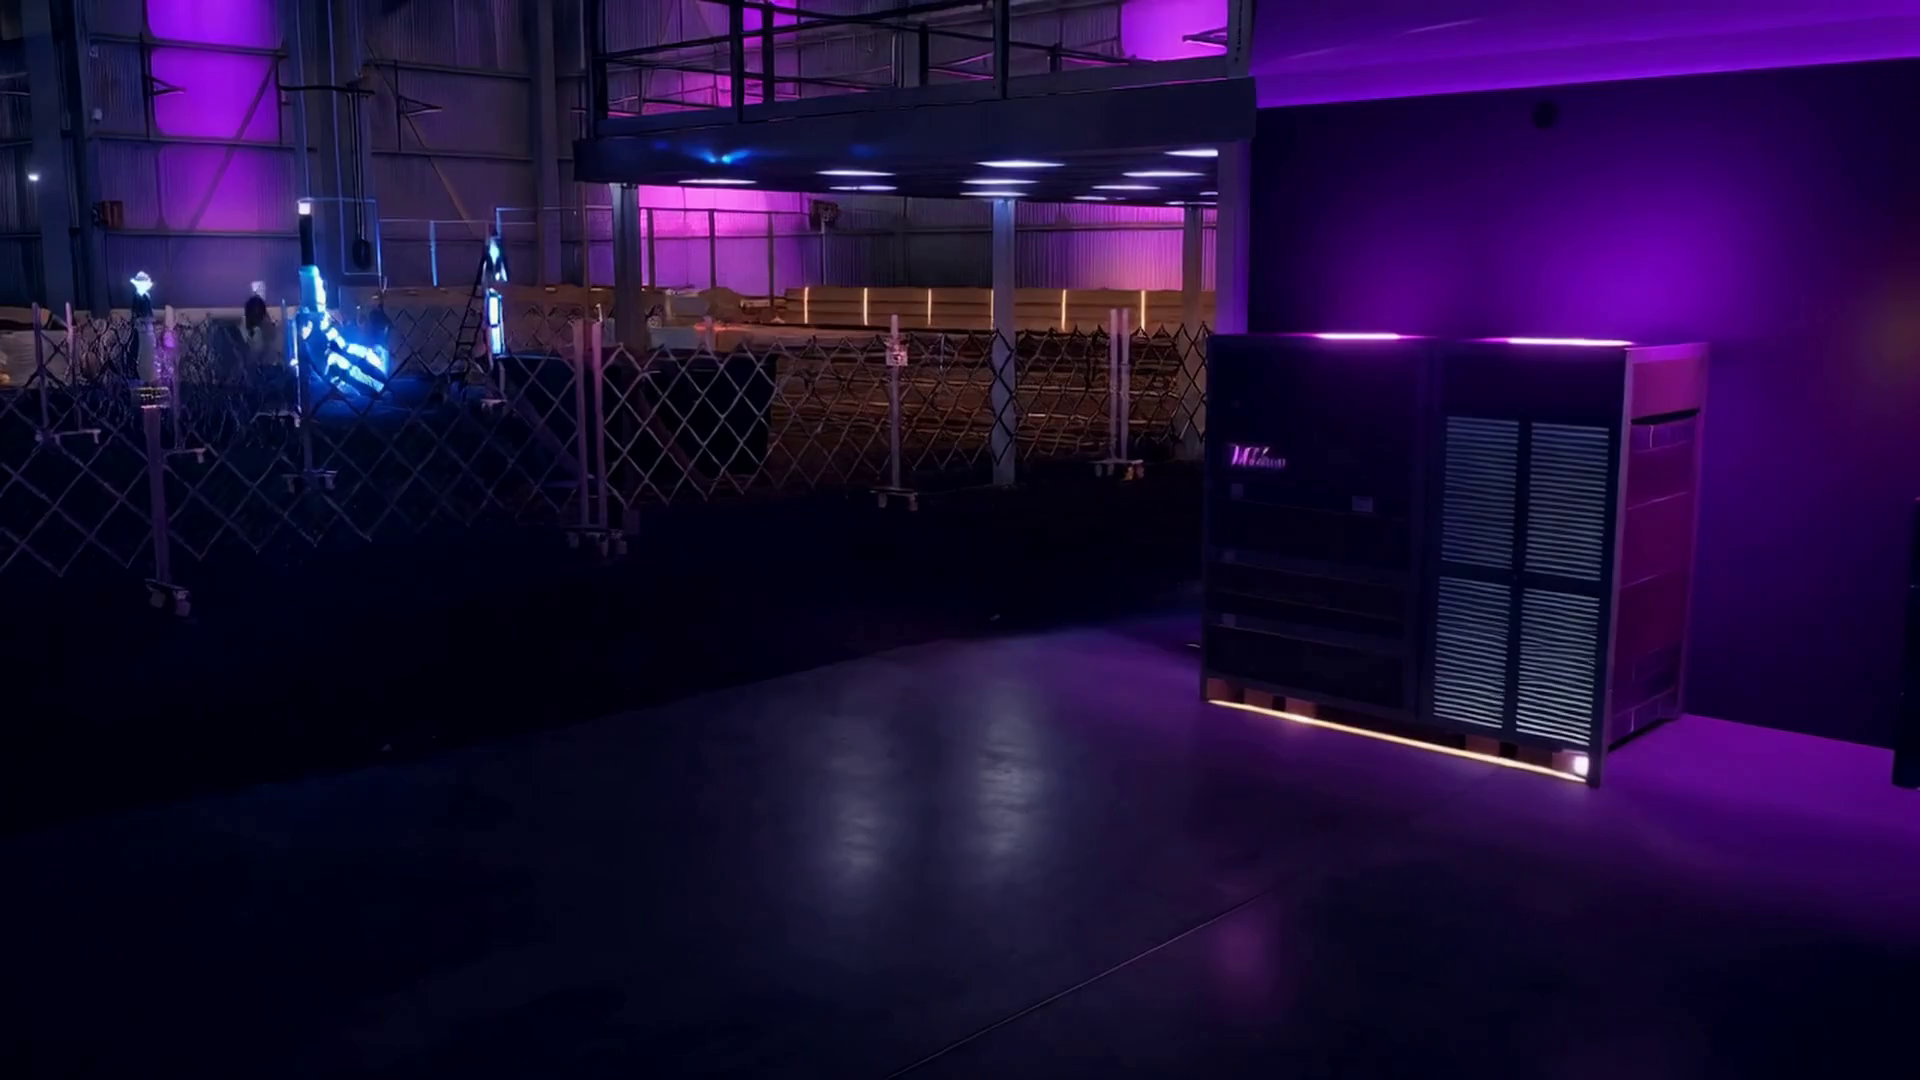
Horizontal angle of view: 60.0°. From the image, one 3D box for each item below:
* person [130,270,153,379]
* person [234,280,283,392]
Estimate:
[{"bbox_3d":[-13.486,-3.426,27.508,0.378,2.045,0.605,-3,10,-19],"label":"person"},{"bbox_3d":[-11.787,-3.398,27.828,0.736,1.880,0.651,-6,11,-34],"label":"person"}]
